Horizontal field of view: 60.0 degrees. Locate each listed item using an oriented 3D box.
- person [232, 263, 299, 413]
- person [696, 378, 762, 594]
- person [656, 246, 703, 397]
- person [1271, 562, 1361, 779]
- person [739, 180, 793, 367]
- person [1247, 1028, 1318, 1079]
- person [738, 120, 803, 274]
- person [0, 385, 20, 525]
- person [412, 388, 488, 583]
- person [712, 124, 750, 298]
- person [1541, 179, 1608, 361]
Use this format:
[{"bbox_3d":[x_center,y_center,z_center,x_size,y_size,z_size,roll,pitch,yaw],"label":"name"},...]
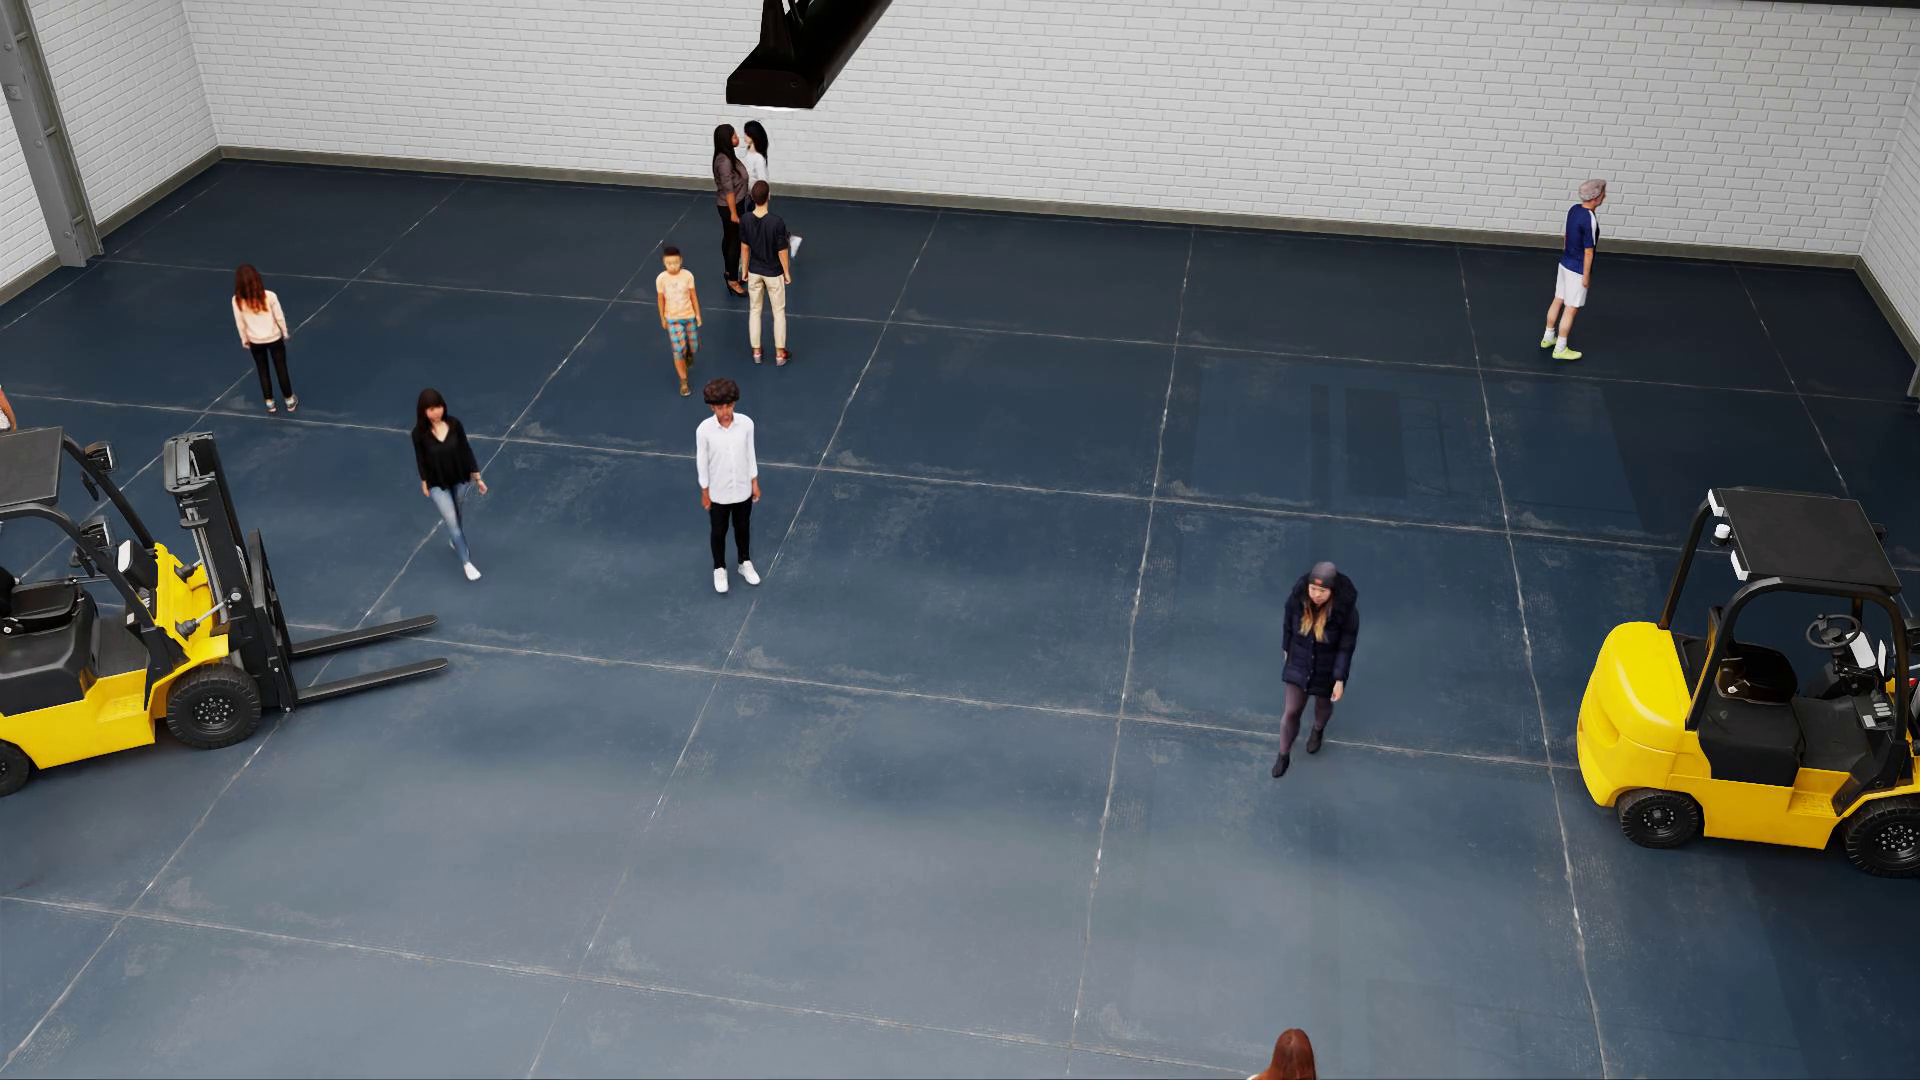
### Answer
[{"bbox_3d":[-6.443,-1.873,15.429,0.651,1.481,0.646,-7,34,-10],"label":"person"},{"bbox_3d":[-1.811,-0.446,12.986,0.725,1.809,0.748,-13,36,-19],"label":"person"},{"bbox_3d":[-2.670,-2.144,15.866,0.766,1.449,0.929,-9,35,-14],"label":"person"},{"bbox_3d":[2.453,0.792,11.270,0.822,1.646,1.010,14,36,19],"label":"person"},{"bbox_3d":[-1.888,-2.596,16.183,0.640,1.851,0.553,7,34,10],"label":"person"},{"bbox_3d":[1.512,2.966,7.927,0.611,1.727,0.558,13,36,18],"label":"person"},{"bbox_3d":[-2.107,-3.735,18.055,0.948,1.675,1.040,-10,35,-15],"label":"person"},{"bbox_3d":[-8.128,-0.896,13.838,0.687,1.615,1.082,1,34,1],"label":"person"},{"bbox_3d":[-4.104,-0.513,13.266,1.013,1.610,1.057,-23,40,-31],"label":"person"},{"bbox_3d":[-2.423,-3.482,17.524,0.791,1.842,0.666,-7,34,-10],"label":"person"},{"bbox_3d":[6.036,-2.676,16.314,0.759,1.839,0.605,-5,34,-7],"label":"person"}]
